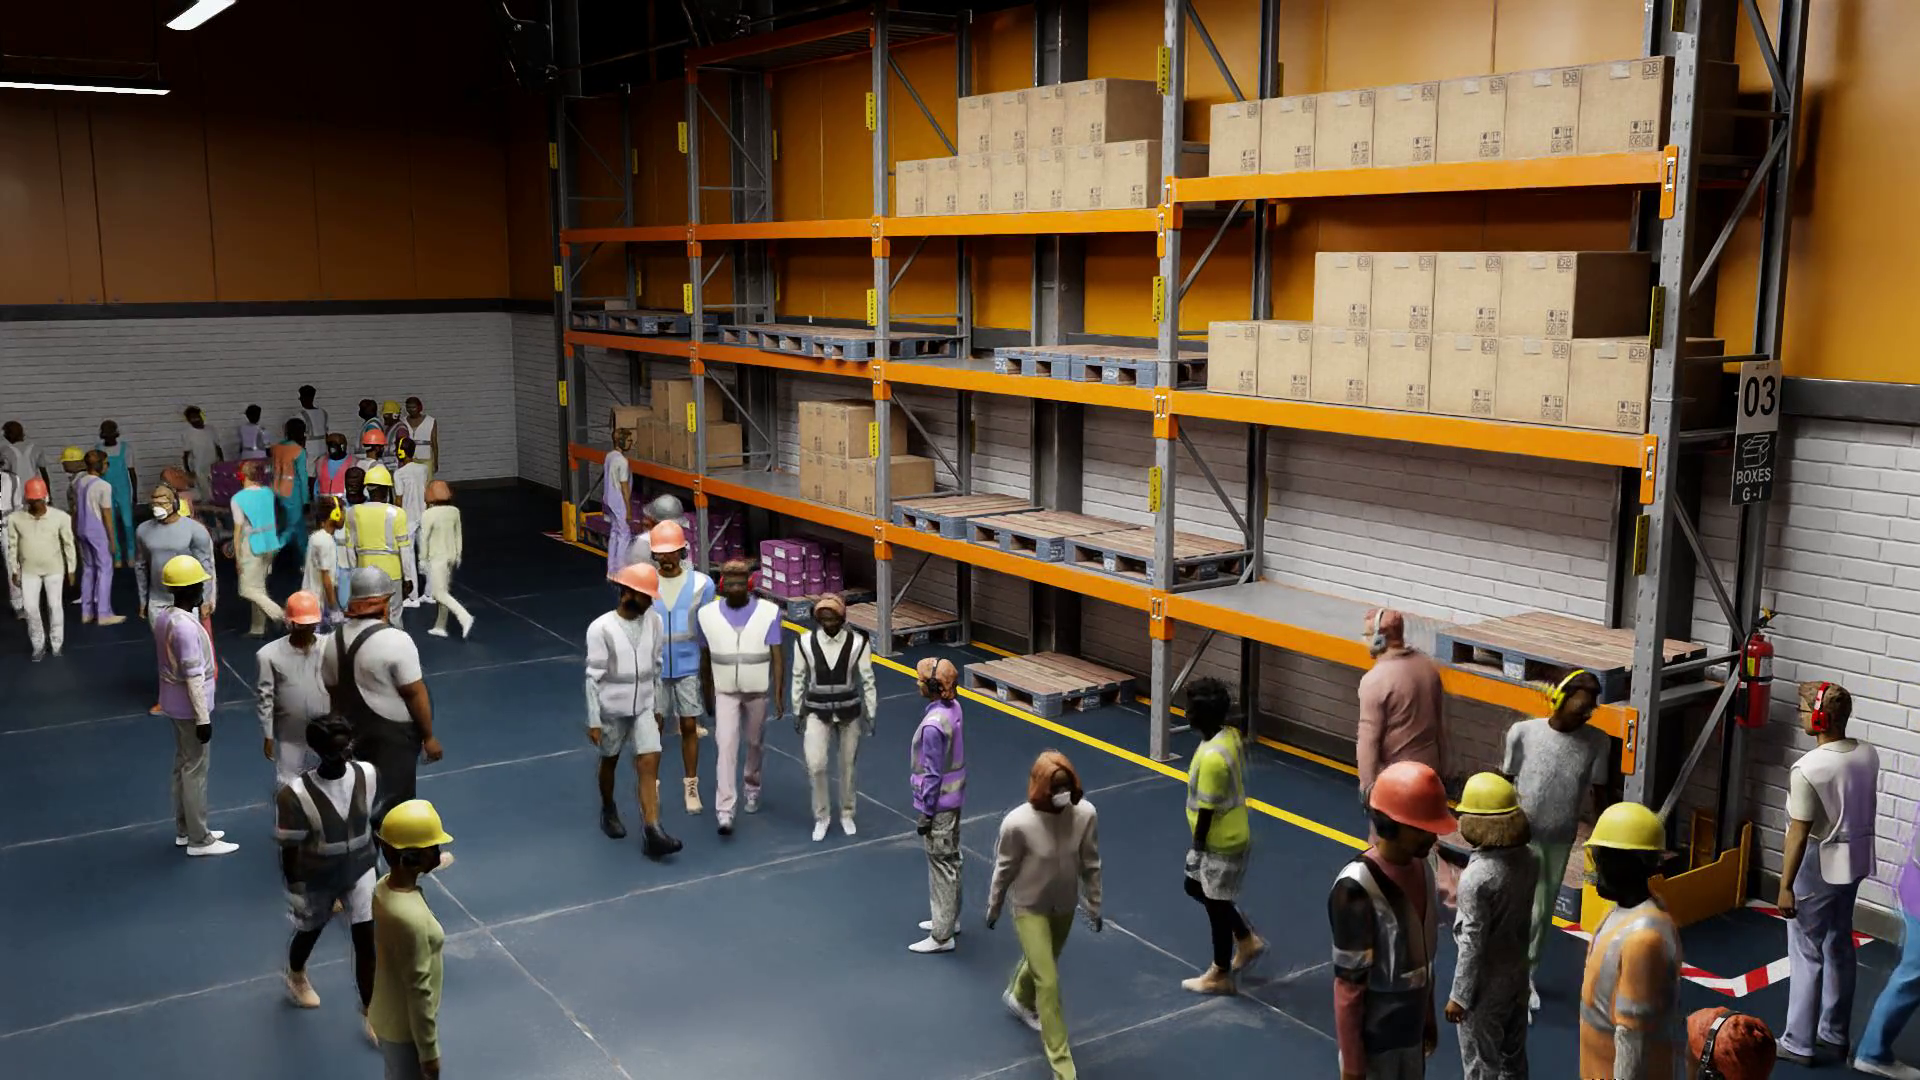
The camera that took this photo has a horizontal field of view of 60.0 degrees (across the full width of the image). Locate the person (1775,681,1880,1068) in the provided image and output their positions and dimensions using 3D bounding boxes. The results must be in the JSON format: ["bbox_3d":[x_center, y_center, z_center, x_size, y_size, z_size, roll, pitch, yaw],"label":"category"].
[{"bbox_3d":[4.056,1.572,7.802,0.560,1.836,0.394,-6,11,-30],"label":"person"}]

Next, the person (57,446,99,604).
[{"bbox_3d":[-9.679,-0.170,18.305,0.328,1.738,0.502,-3,10,-17],"label":"person"}]

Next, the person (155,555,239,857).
[{"bbox_3d":[-4.883,1.050,10.579,0.356,1.929,0.592,-7,12,-37],"label":"person"}]

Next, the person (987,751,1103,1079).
[{"bbox_3d":[0.391,1.707,7.776,0.508,1.574,0.941,-5,11,-28],"label":"person"}]

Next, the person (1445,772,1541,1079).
[{"bbox_3d":[2.140,1.793,6.785,0.484,1.737,0.307,-9,13,-41],"label":"person"}]

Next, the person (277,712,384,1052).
[{"bbox_3d":[-3.102,1.607,8.151,0.552,1.649,0.895,-9,13,-42],"label":"person"}]

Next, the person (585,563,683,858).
[{"bbox_3d":[-2.105,1.079,10.613,0.580,1.853,0.997,-7,12,-35],"label":"person"}]

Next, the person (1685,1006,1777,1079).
[{"bbox_3d":[1.997,2.134,4.378,0.575,1.880,0.358,-4,10,-22],"label":"person"}]

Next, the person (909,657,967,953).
[{"bbox_3d":[-0.115,1.443,9.127,0.307,1.641,0.514,2,10,10],"label":"person"}]

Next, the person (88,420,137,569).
[{"bbox_3d":[-10.276,-0.535,20.176,0.518,1.829,0.581,-4,10,-21],"label":"person"}]

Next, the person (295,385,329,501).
[{"bbox_3d":[-9.350,-1.258,24.019,0.374,1.966,0.608,4,10,21],"label":"person"}]

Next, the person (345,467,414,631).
[{"bbox_3d":[-5.221,0.301,15.012,0.584,1.917,0.381,1,10,5],"label":"person"}]

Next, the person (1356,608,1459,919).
[{"bbox_3d":[2.548,1.316,9.313,0.932,1.850,0.651,9,13,43],"label":"person"}]

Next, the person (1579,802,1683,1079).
[{"bbox_3d":[2.365,1.878,5.874,0.610,1.882,0.660,3,10,15],"label":"person"}]

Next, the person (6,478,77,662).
[{"bbox_3d":[-8.641,0.279,15.657,0.587,1.730,0.593,-4,10,-21],"label":"person"}]

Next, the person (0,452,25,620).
[{"bbox_3d":[-10.212,-0.092,17.559,0.873,1.851,0.605,8,13,40],"label":"person"}]

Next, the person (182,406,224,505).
[{"bbox_3d":[-10.159,-0.921,22.526,0.675,1.806,0.597,7,12,34],"label":"person"}]

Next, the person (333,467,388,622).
[{"bbox_3d":[-5.468,0.275,15.170,0.590,1.916,0.398,-4,10,-22],"label":"person"}]

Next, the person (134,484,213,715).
[{"bbox_3d":[-6.516,0.498,13.792,0.636,1.939,0.362,0,10,3],"label":"person"}]

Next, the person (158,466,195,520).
[{"bbox_3d":[-8.234,0.004,17.649,0.501,1.611,0.585,6,12,34],"label":"person"}]

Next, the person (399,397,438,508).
[{"bbox_3d":[-7.694,-1.127,23.659,0.569,1.832,0.398,0,10,1],"label":"person"}]

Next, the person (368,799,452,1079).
[{"bbox_3d":[-2.084,1.852,6.375,0.339,1.761,0.527,-5,11,-28],"label":"person"}]

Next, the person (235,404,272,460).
[{"bbox_3d":[-10.197,-1.119,24.021,0.542,1.677,0.564,1,10,6],"label":"person"}]

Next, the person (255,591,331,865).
[{"bbox_3d":[-4.086,1.172,10.416,0.569,1.742,0.351,-6,11,-30],"label":"person"}]

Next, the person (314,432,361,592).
[{"bbox_3d":[-6.971,-0.290,18.706,0.619,1.845,0.430,1,10,6],"label":"person"}]

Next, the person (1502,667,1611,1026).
[{"bbox_3d":[2.919,1.494,8.262,0.532,1.828,0.642,0,10,1],"label":"person"}]

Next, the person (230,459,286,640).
[{"bbox_3d":[-6.891,0.116,16.412,0.593,1.818,0.572,3,10,15],"label":"person"}]

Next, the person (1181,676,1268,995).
[{"bbox_3d":[1.330,1.523,8.518,0.400,1.678,0.527,1,10,7],"label":"person"}]

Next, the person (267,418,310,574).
[{"bbox_3d":[-8.103,-0.525,20.000,0.615,1.881,0.836,7,12,37],"label":"person"}]

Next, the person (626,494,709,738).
[{"bbox_3d":[-2.378,0.574,13.048,0.736,2.000,0.770,4,10,22],"label":"person"}]

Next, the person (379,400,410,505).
[{"bbox_3d":[-7.830,-1.029,23.098,0.403,1.824,0.594,-7,12,-35],"label":"person"}]

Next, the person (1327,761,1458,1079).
[{"bbox_3d":[1.572,1.776,6.042,0.410,2.030,0.611,9,13,42],"label":"person"}]

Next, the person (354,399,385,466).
[{"bbox_3d":[-8.165,-1.034,23.076,0.429,1.844,0.624,-3,10,-18],"label":"person"}]

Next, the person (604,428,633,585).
[{"bbox_3d":[-3.952,-0.390,19.324,0.339,1.833,0.522,-6,12,-33],"label":"person"}]

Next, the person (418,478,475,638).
[{"bbox_3d":[-5.092,0.197,16.499,0.653,1.614,0.502,4,11,25],"label":"person"}]

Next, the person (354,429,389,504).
[{"bbox_3d":[-6.404,-0.257,18.268,0.543,1.929,0.385,8,13,41],"label":"person"}]

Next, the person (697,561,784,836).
[{"bbox_3d":[-1.457,1.036,11.058,0.571,1.794,0.967,-1,10,-6],"label":"person"}]

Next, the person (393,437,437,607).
[{"bbox_3d":[-5.958,-0.194,18.092,0.325,1.861,0.514,5,11,26],"label":"person"}]

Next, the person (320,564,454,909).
[{"bbox_3d":[-3.486,1.118,9.856,0.682,2.000,0.991,7,12,36],"label":"person"}]

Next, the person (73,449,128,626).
[{"bbox_3d":[-8.934,-0.028,17.227,0.513,1.833,0.348,5,11,25],"label":"person"}]

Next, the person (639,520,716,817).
[{"bbox_3d":[-1.953,0.872,11.293,0.609,2.044,0.395,-1,10,-8],"label":"person"}]

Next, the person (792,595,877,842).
[{"bbox_3d":[-0.818,1.160,10.815,0.548,1.618,0.520,-1,10,-4],"label":"person"}]

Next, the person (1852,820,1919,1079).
[{"bbox_3d":[4.458,1.633,7.366,0.655,1.857,0.841,-8,13,-40],"label":"person"}]

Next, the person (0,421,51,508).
[{"bbox_3d":[-11.479,-0.561,20.408,0.570,1.792,0.905,-8,13,-41],"label":"person"}]
